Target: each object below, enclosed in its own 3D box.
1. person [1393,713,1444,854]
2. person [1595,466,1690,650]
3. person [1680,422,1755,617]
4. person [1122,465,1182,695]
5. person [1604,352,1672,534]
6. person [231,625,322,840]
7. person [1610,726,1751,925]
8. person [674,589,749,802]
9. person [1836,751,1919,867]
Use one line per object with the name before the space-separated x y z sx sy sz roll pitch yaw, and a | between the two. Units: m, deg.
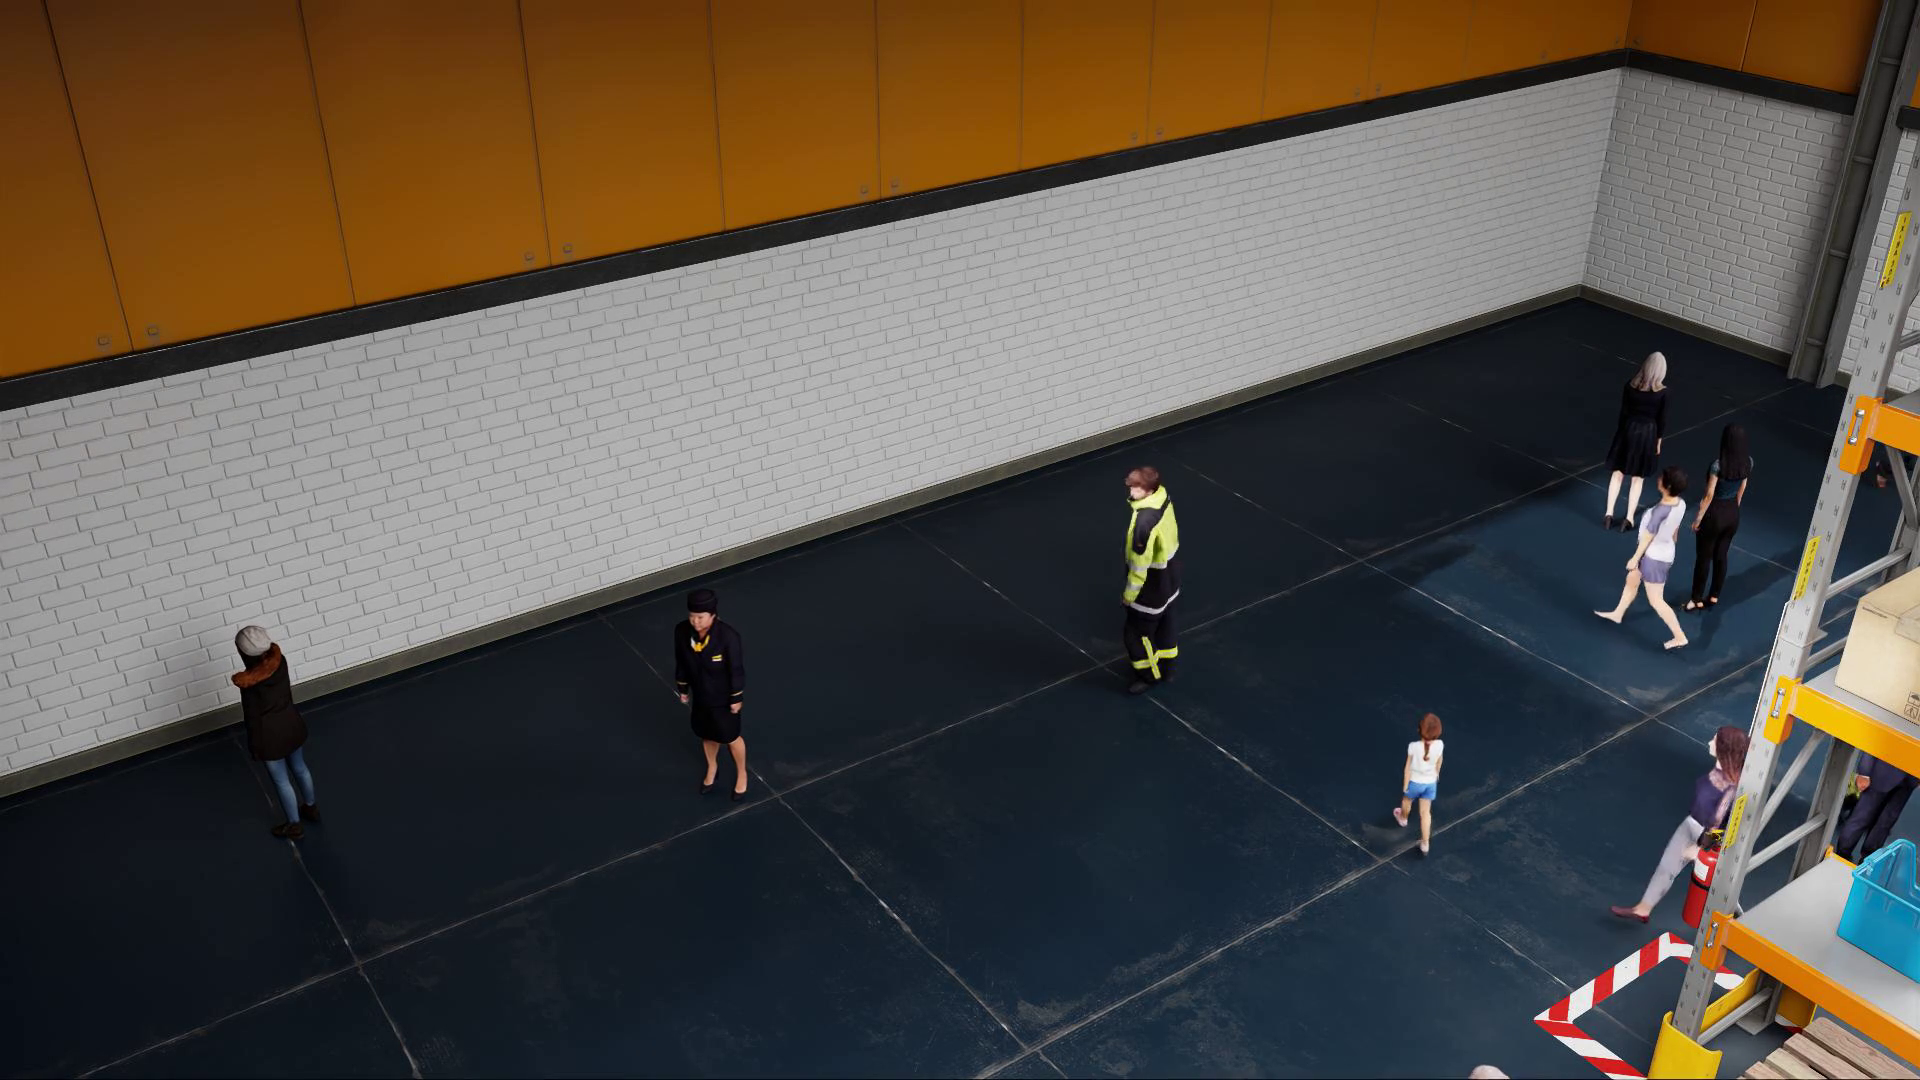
person | 3.125 1.644 11.220 0.643 0.999 0.787 -1 29 -3
person | 5.663 0.162 13.386 1.089 1.526 0.723 23 36 36
person | 6.283 -0.167 13.774 0.618 1.733 0.599 -8 30 -14
person | 1.494 0.284 12.724 0.944 1.947 0.943 19 34 31
person | 6.140 -0.888 15.083 0.643 1.745 0.750 15 32 26
person | -4.610 1.278 11.227 0.776 1.634 0.732 9 30 16
person | 4.653 1.863 10.220 1.109 1.573 1.020 6 29 11
person | -1.698 1.069 11.576 0.768 1.668 0.863 10 30 18
person | 6.018 1.492 10.739 0.713 1.726 0.704 -2 29 -5
